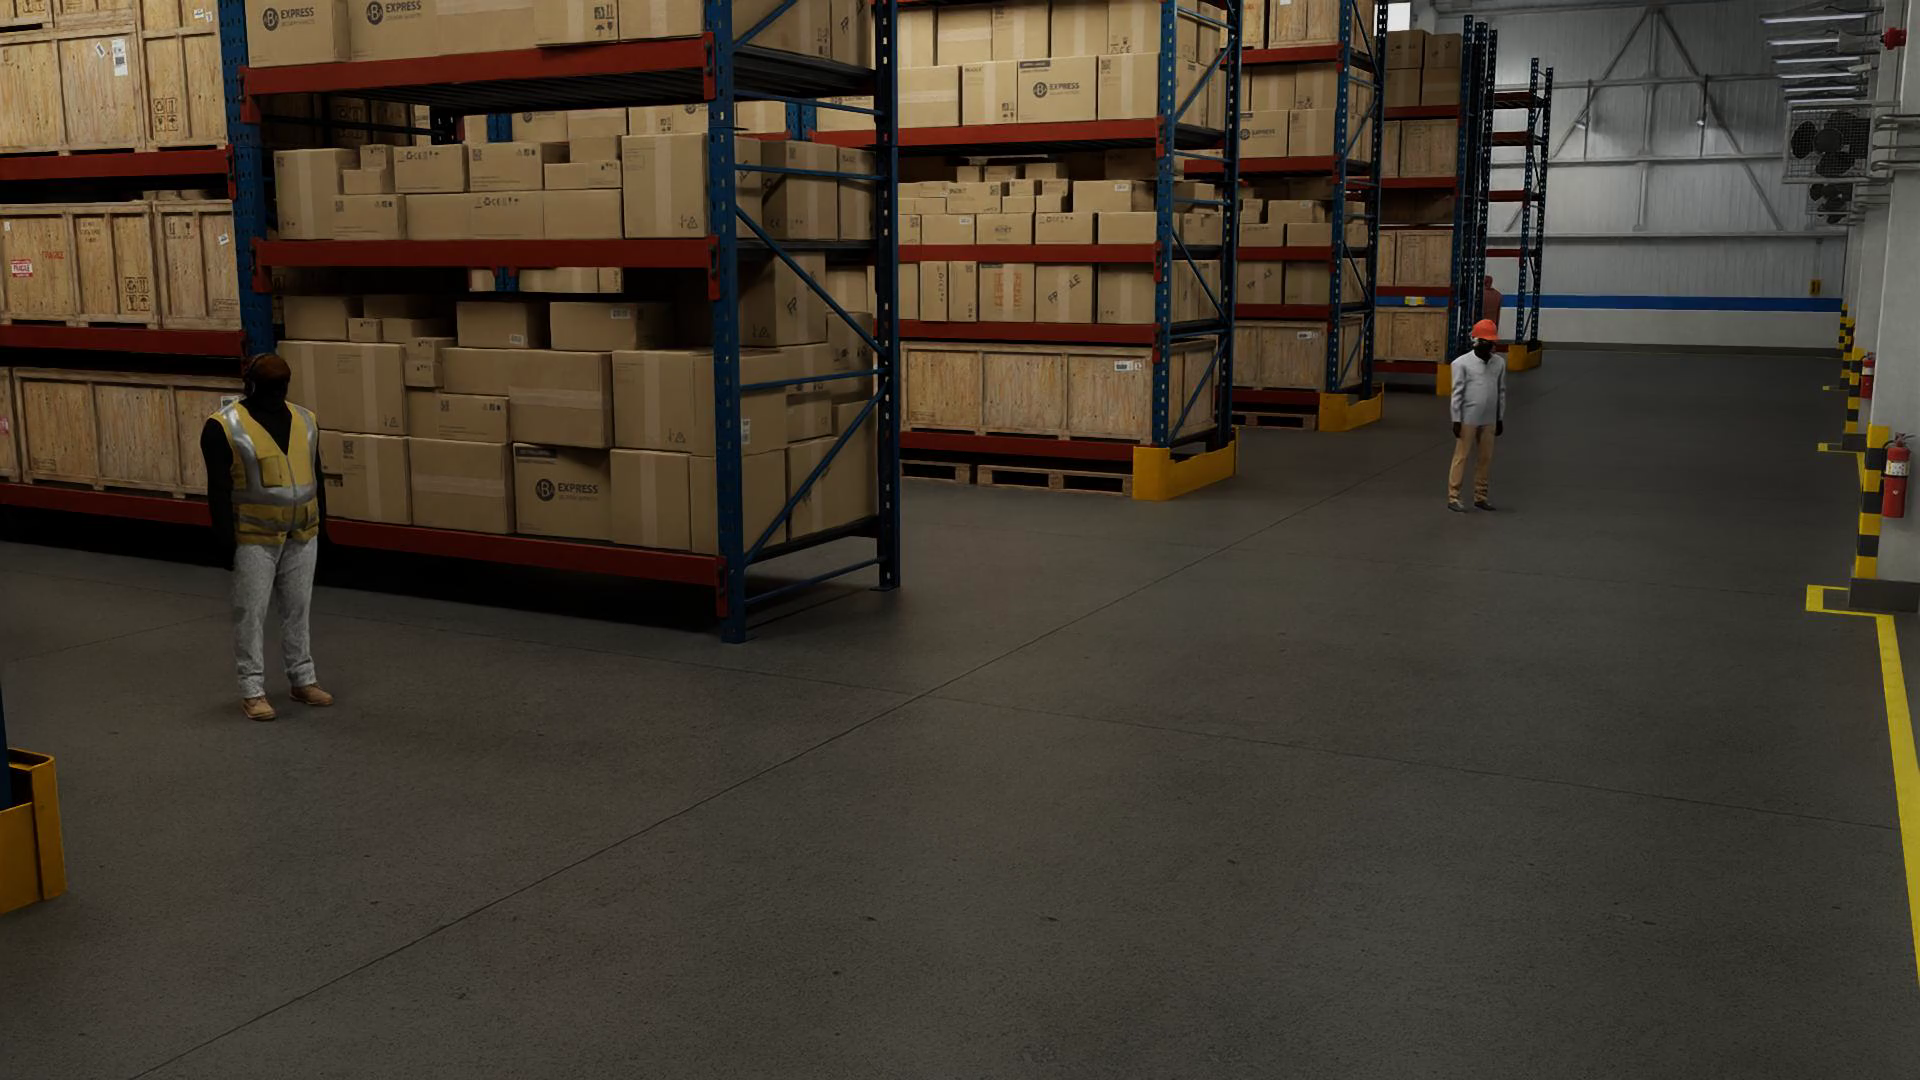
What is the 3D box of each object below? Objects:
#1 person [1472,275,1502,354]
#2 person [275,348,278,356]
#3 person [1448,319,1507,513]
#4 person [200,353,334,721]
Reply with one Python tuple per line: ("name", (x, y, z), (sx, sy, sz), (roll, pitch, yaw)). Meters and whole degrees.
("person", (10.053, -4.118, 31.900), (0.652, 1.906, 0.409), (-5, 11, -24))
("person", (-7.322, -1.695, 18.143), (0.618, 1.809, 0.616), (5, 11, 27))
("person", (4.676, -1.111, 14.972), (0.566, 1.742, 0.351), (-3, 10, -19))
("person", (-3.466, -0.025, 8.415), (0.429, 1.838, 0.622), (7, 12, 36))
